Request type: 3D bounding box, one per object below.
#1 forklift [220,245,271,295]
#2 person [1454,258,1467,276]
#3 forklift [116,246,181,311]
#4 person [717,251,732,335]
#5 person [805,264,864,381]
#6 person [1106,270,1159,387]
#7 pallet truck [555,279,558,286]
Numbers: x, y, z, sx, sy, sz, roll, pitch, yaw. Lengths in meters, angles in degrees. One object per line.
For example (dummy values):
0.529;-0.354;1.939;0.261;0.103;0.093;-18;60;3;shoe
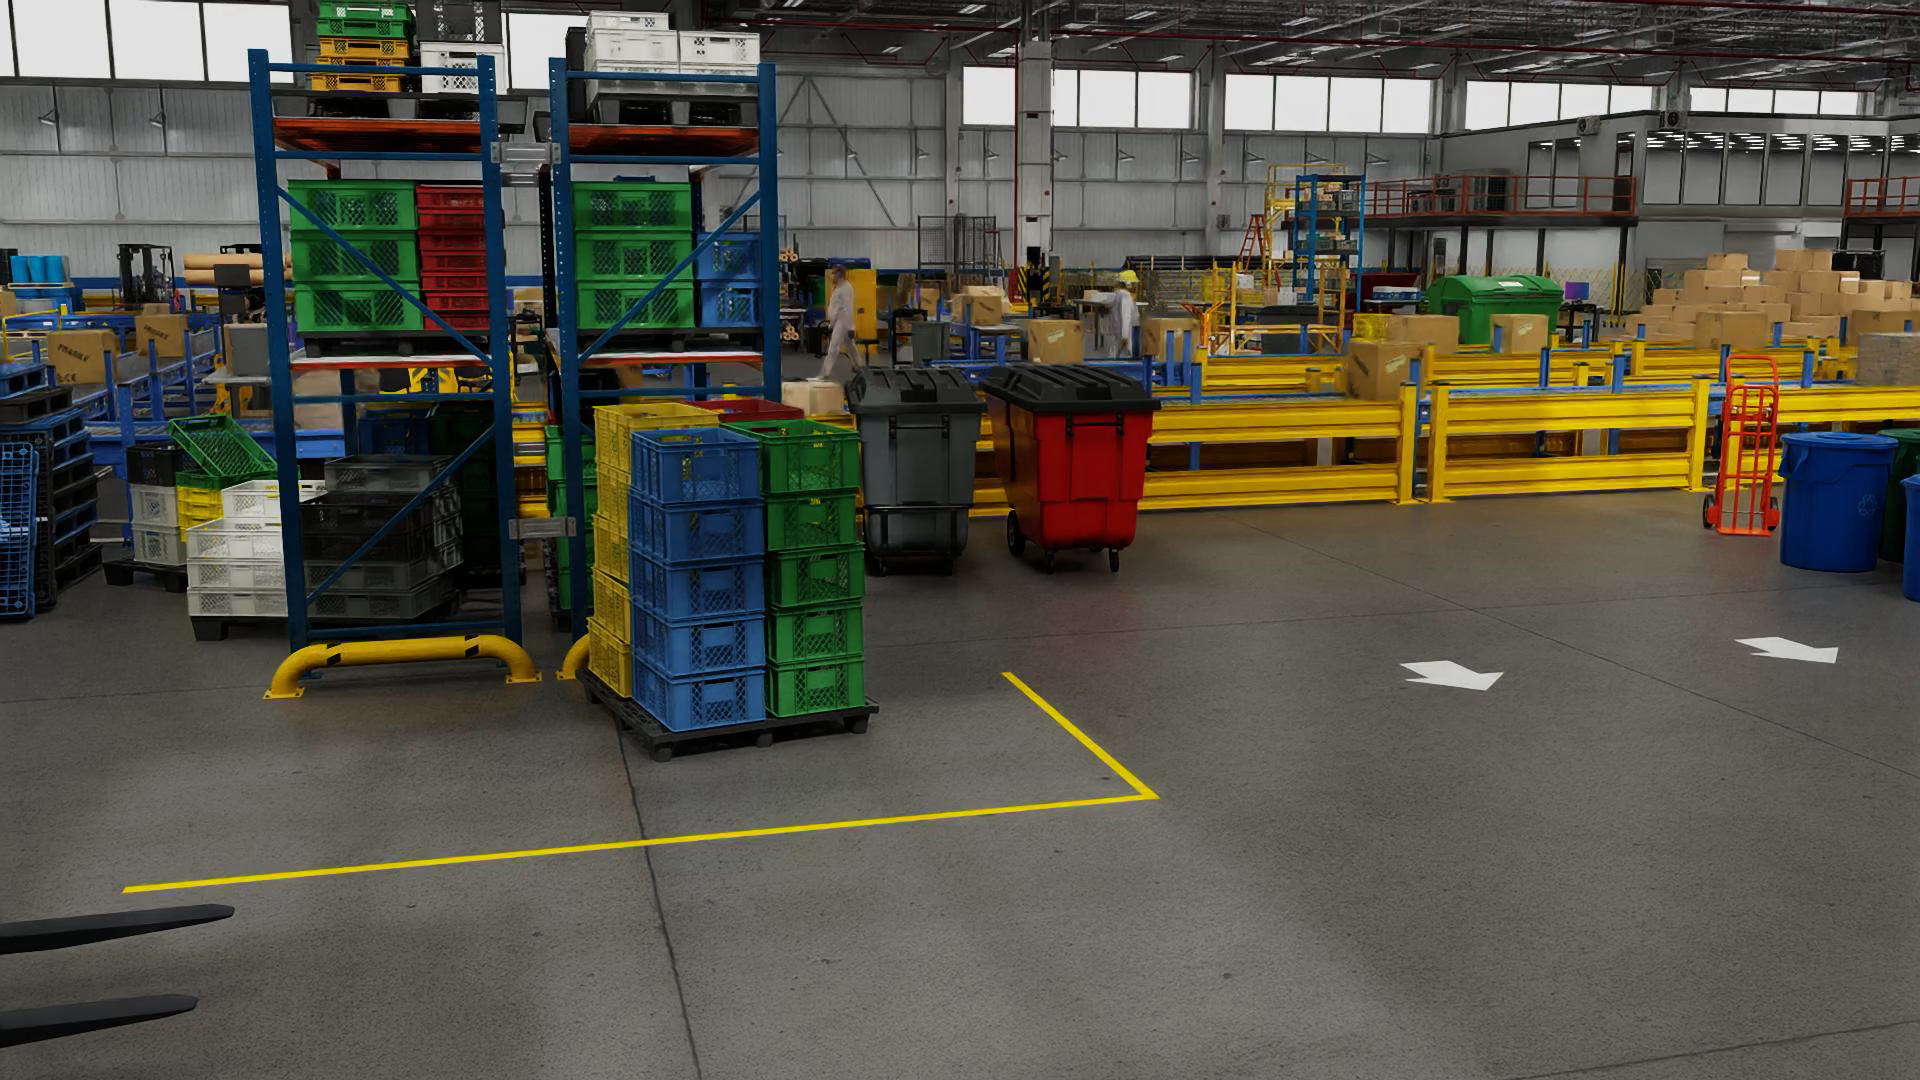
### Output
-17.749;-6.334;41.440;1.157;1.987;2.680;-3;10;-17;forklift
16.785;-8.594;55.696;0.536;1.785;0.995;-3;10;-16;person
-19.966;-6.232;40.894;1.157;1.987;2.680;-3;10;-15;forklift
-4.349;-4.376;31.103;0.370;2.044;0.608;-2;10;-10;person
-1.846;-3.241;25.213;1.014;1.848;0.672;-2;10;-12;person
2.409;-3.018;24.160;0.923;1.789;0.599;-2;10;-13;person
-10.604;-6.375;44.520;0.653;1.274;1.630;-3;10;-15;pallet truck
